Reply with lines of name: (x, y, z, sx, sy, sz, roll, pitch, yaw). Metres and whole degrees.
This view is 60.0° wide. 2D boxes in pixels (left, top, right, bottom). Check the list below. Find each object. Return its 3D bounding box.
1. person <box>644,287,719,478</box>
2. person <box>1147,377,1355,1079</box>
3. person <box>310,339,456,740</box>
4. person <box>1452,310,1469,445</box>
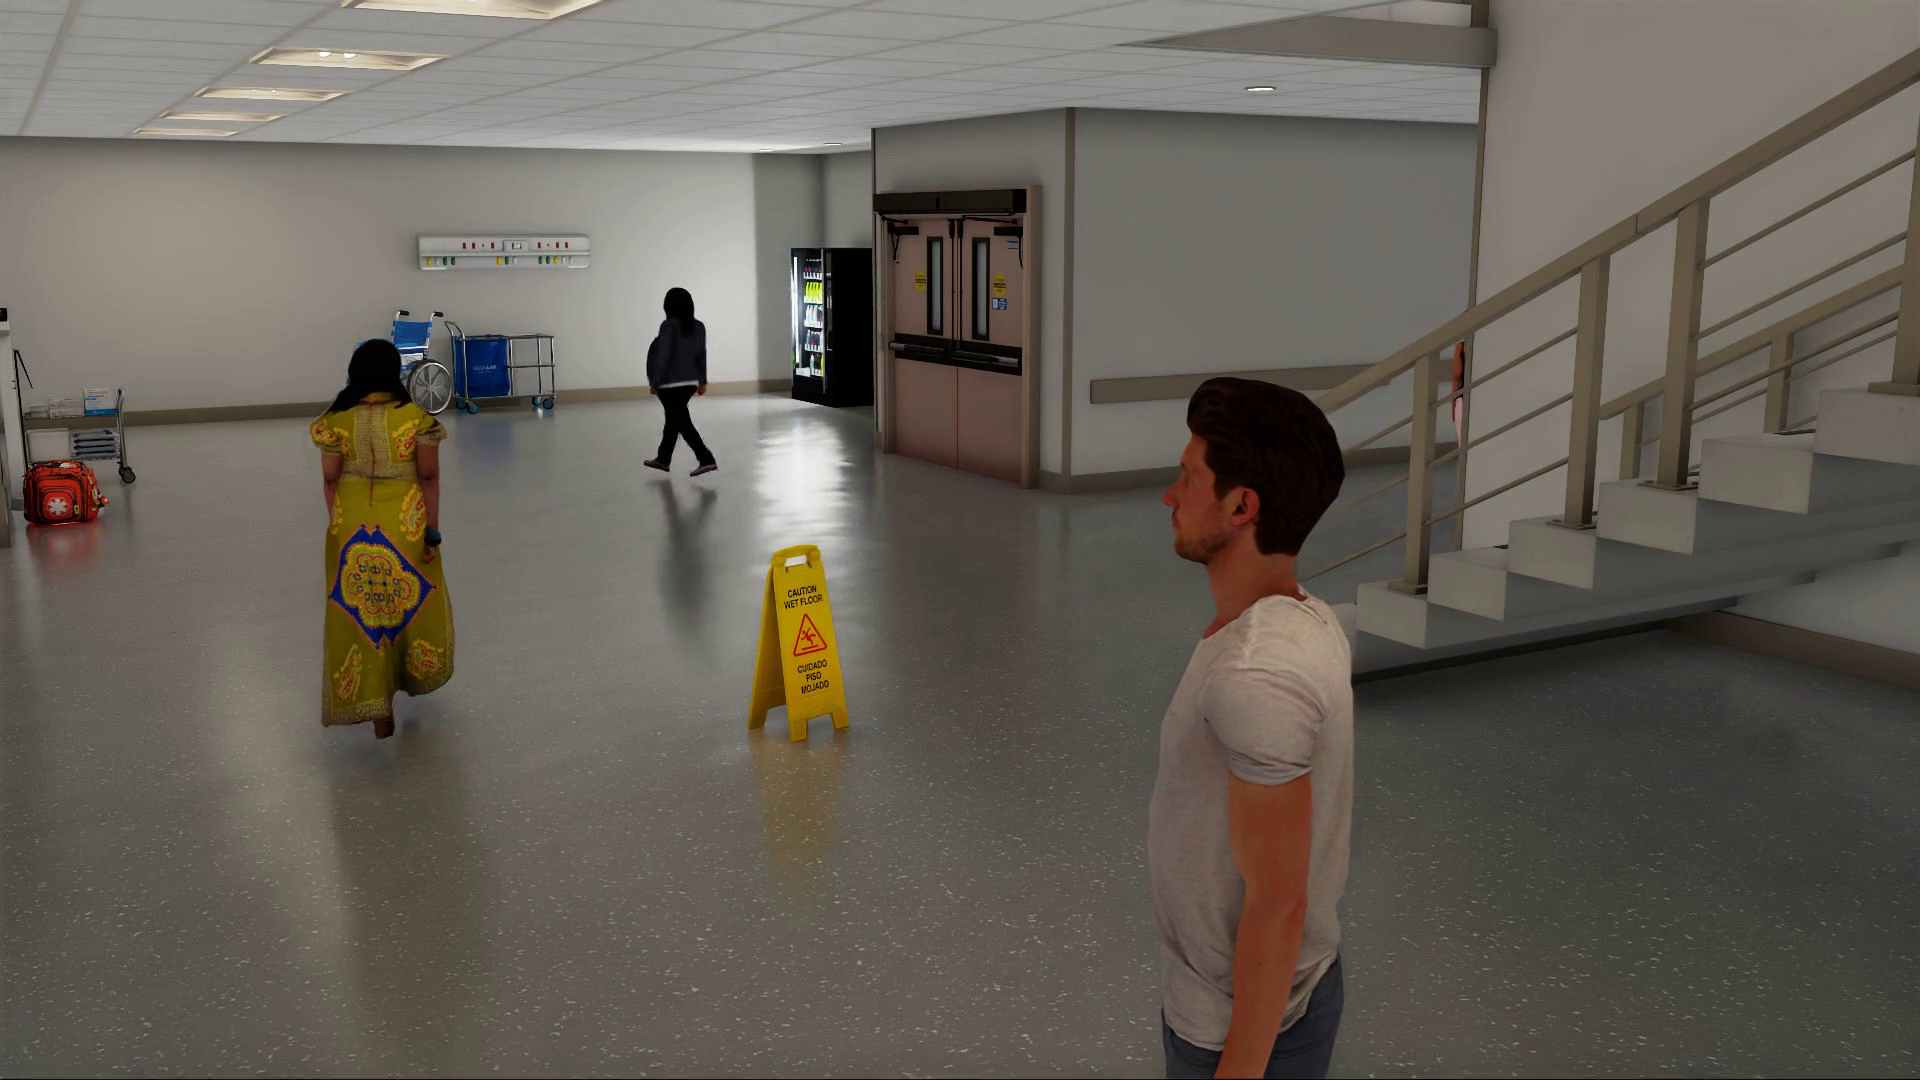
person: (-2.298, -1.282, 13.866, 1.175, 1.561, 1.048, 5, 12, 23)
person: (0.437, 0.702, 2.513, 0.796, 1.896, 0.718, 2, 11, 11)
person: (-2.374, 0.035, 6.825, 0.882, 1.599, 1.421, -4, 11, -20)
person: (3.698, -0.913, 11.950, 0.769, 1.552, 0.751, 7, 13, 34)
